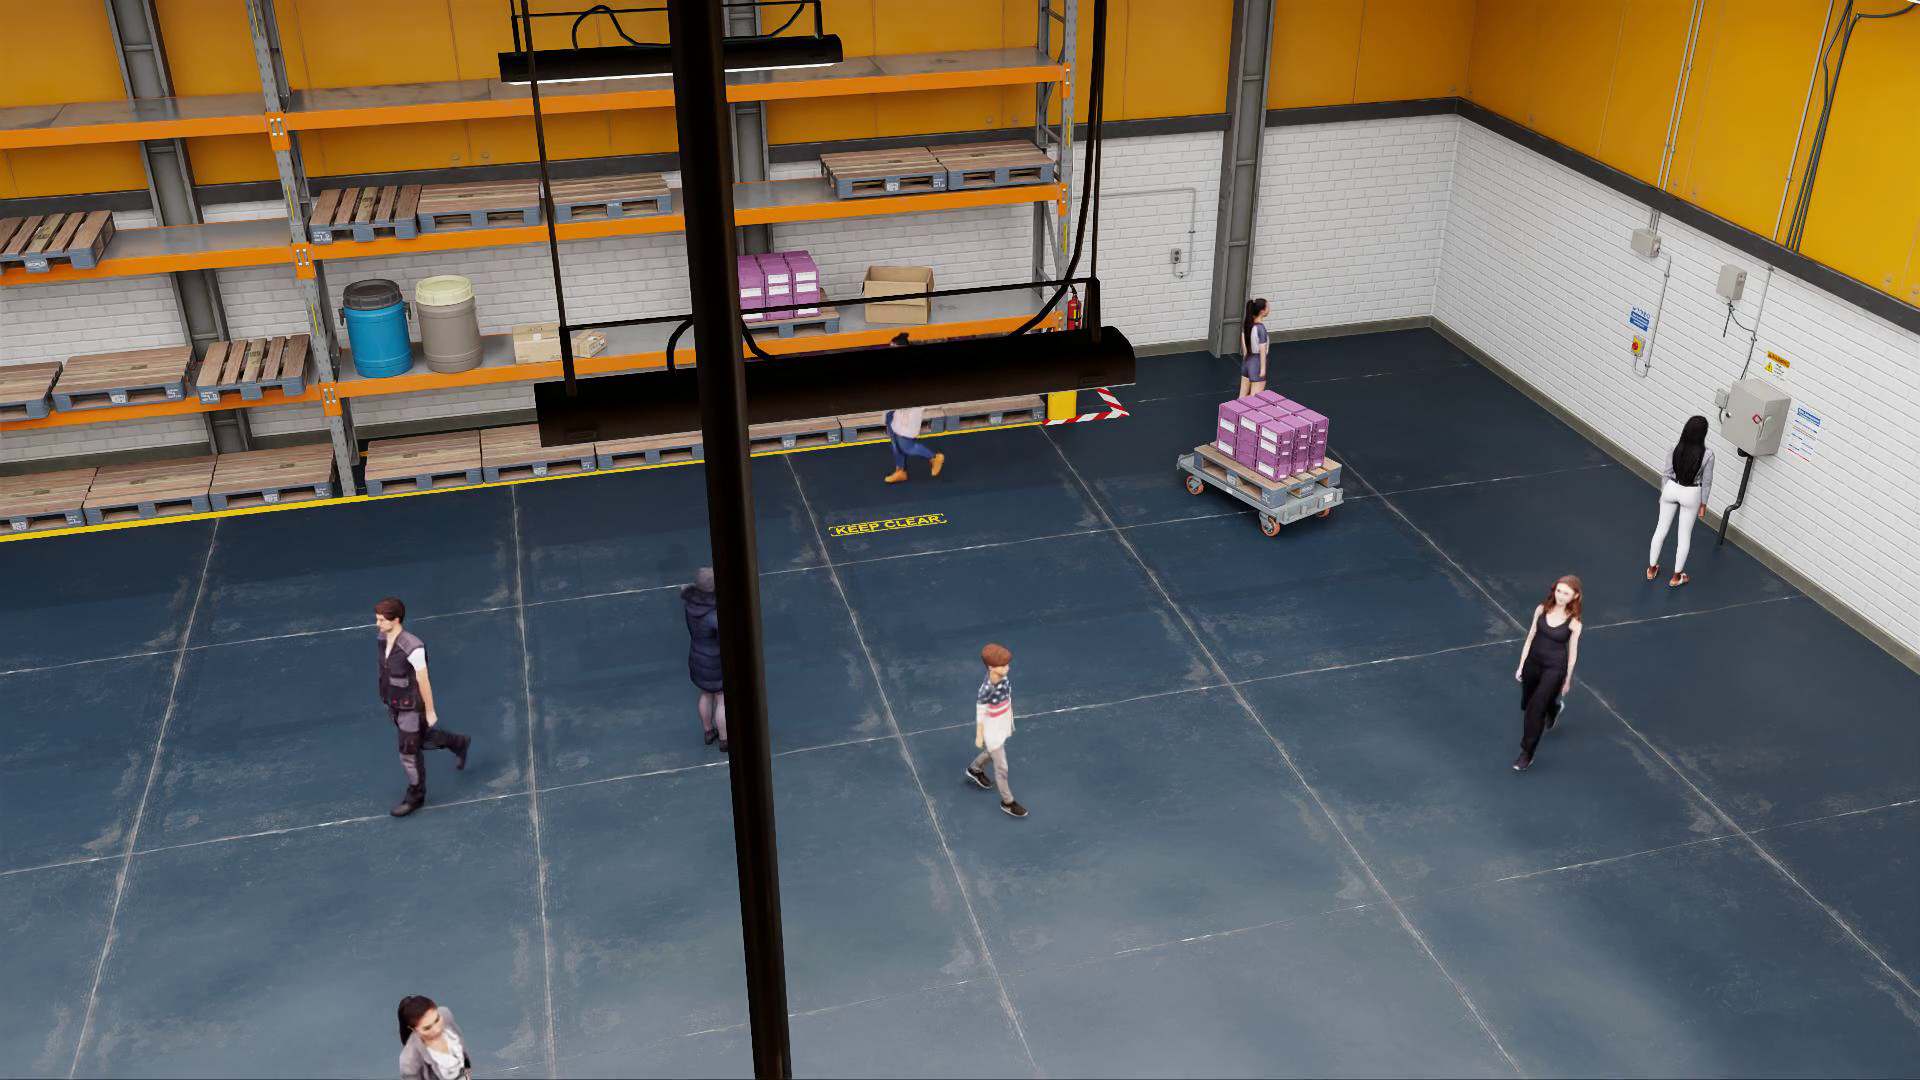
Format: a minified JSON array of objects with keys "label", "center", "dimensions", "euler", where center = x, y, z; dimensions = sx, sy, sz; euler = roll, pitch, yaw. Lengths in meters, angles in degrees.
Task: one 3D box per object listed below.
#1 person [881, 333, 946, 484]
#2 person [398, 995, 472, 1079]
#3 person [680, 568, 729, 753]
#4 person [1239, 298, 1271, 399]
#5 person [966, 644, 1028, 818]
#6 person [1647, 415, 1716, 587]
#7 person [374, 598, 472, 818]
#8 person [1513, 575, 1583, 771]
[{"label":"person","center":[-0.505,-1.387,17.729],"dimensions":[0.905,1.728,0.717],"euler":[-10,30,-18]},{"label":"person","center":[-3.014,3.172,9.449],"dimensions":[0.791,1.654,0.765],"euler":[7,29,12]},{"label":"person","center":[-2.003,0.962,13.477],"dimensions":[0.798,1.675,0.834],"euler":[23,36,36]},{"label":"person","center":[3.326,-1.959,18.859],"dimensions":[0.541,1.649,0.616],"euler":[-11,30,-19]},{"label":"person","center":[0.238,1.423,12.905],"dimensions":[0.924,1.415,0.902],"euler":[18,34,30]},{"label":"person","center":[6.902,-0.392,15.910],"dimensions":[0.669,1.722,0.684],"euler":[23,36,35]},{"label":"person","center":[-4.174,1.221,12.845],"dimensions":[1.035,1.826,1.166],"euler":[21,35,34]},{"label":"person","center":[4.755,1.002,13.351],"dimensions":[1.068,1.725,0.856],"euler":[-24,37,-36]}]
